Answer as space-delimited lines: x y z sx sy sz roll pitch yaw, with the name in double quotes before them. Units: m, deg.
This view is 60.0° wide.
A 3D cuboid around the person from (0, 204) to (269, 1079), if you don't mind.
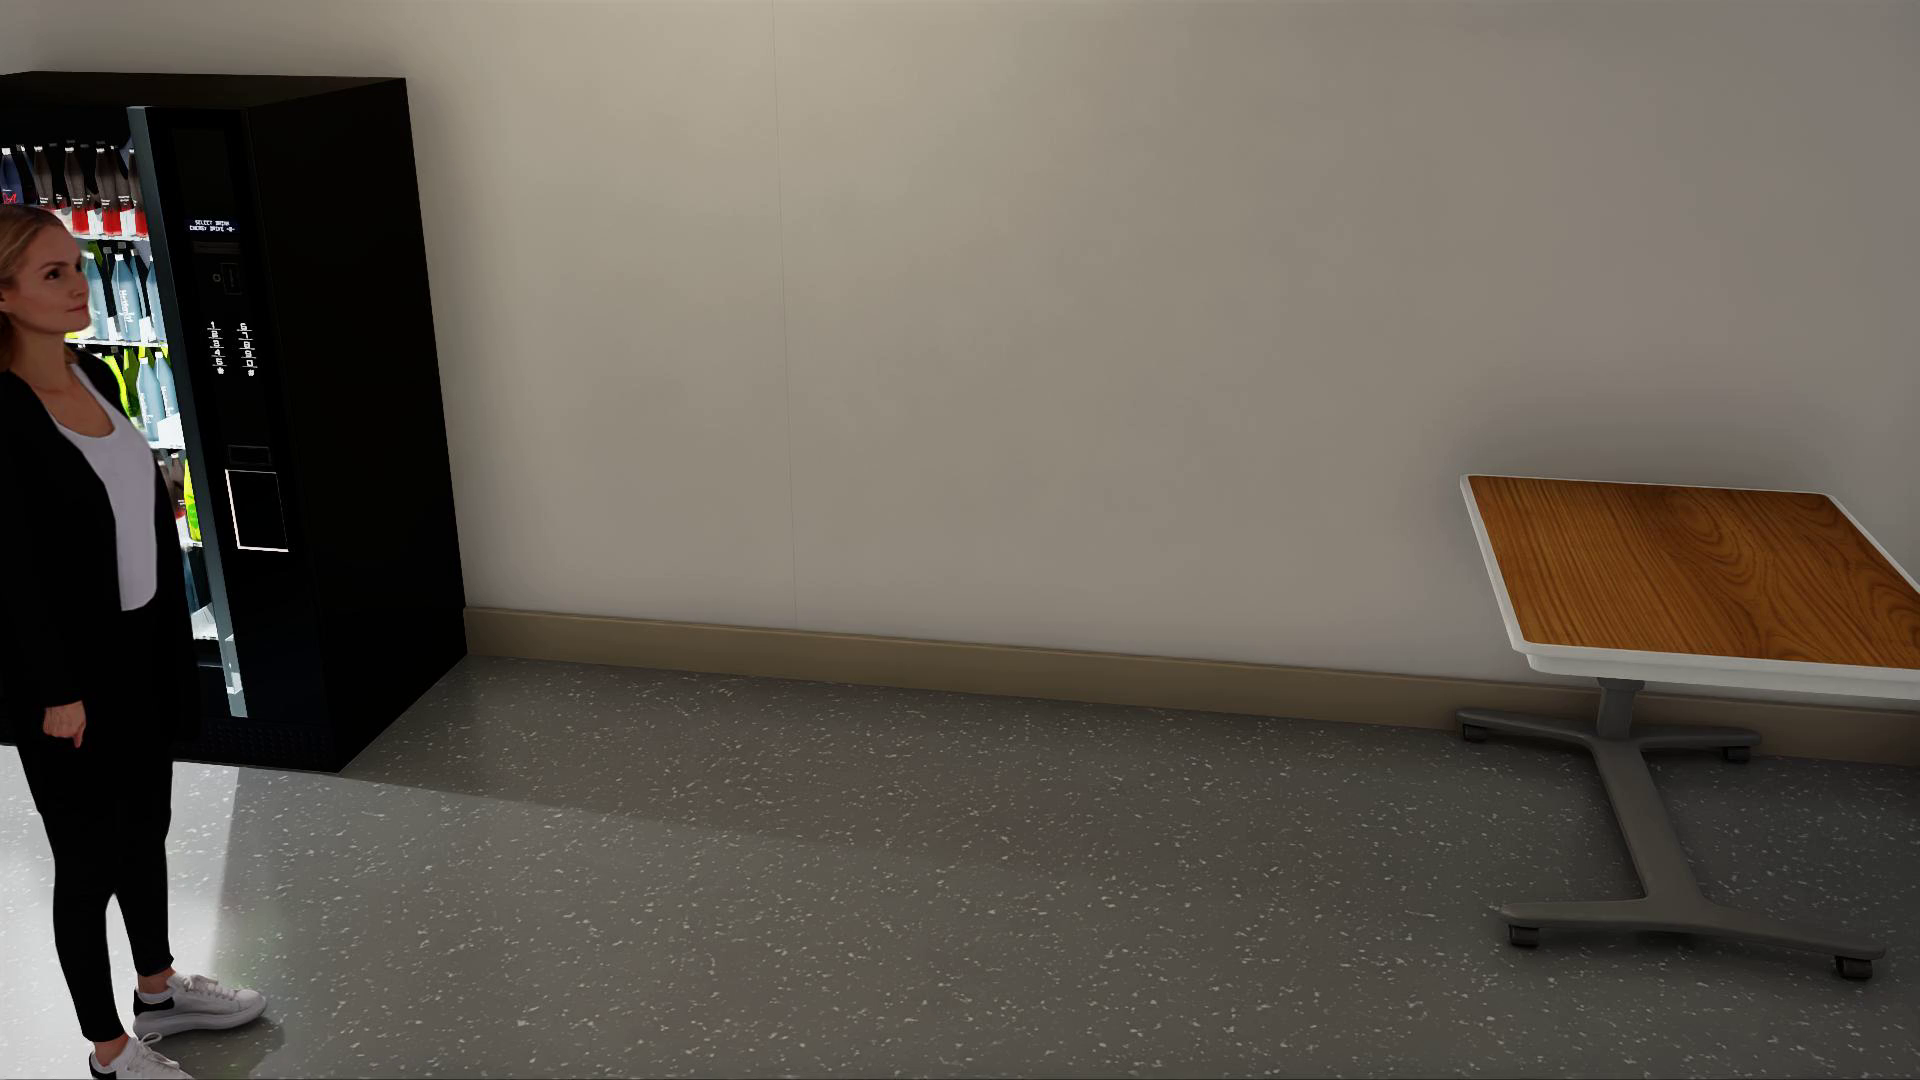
"person" -1.684 0.257 3.224 0.558 1.801 0.627 1 21 2
